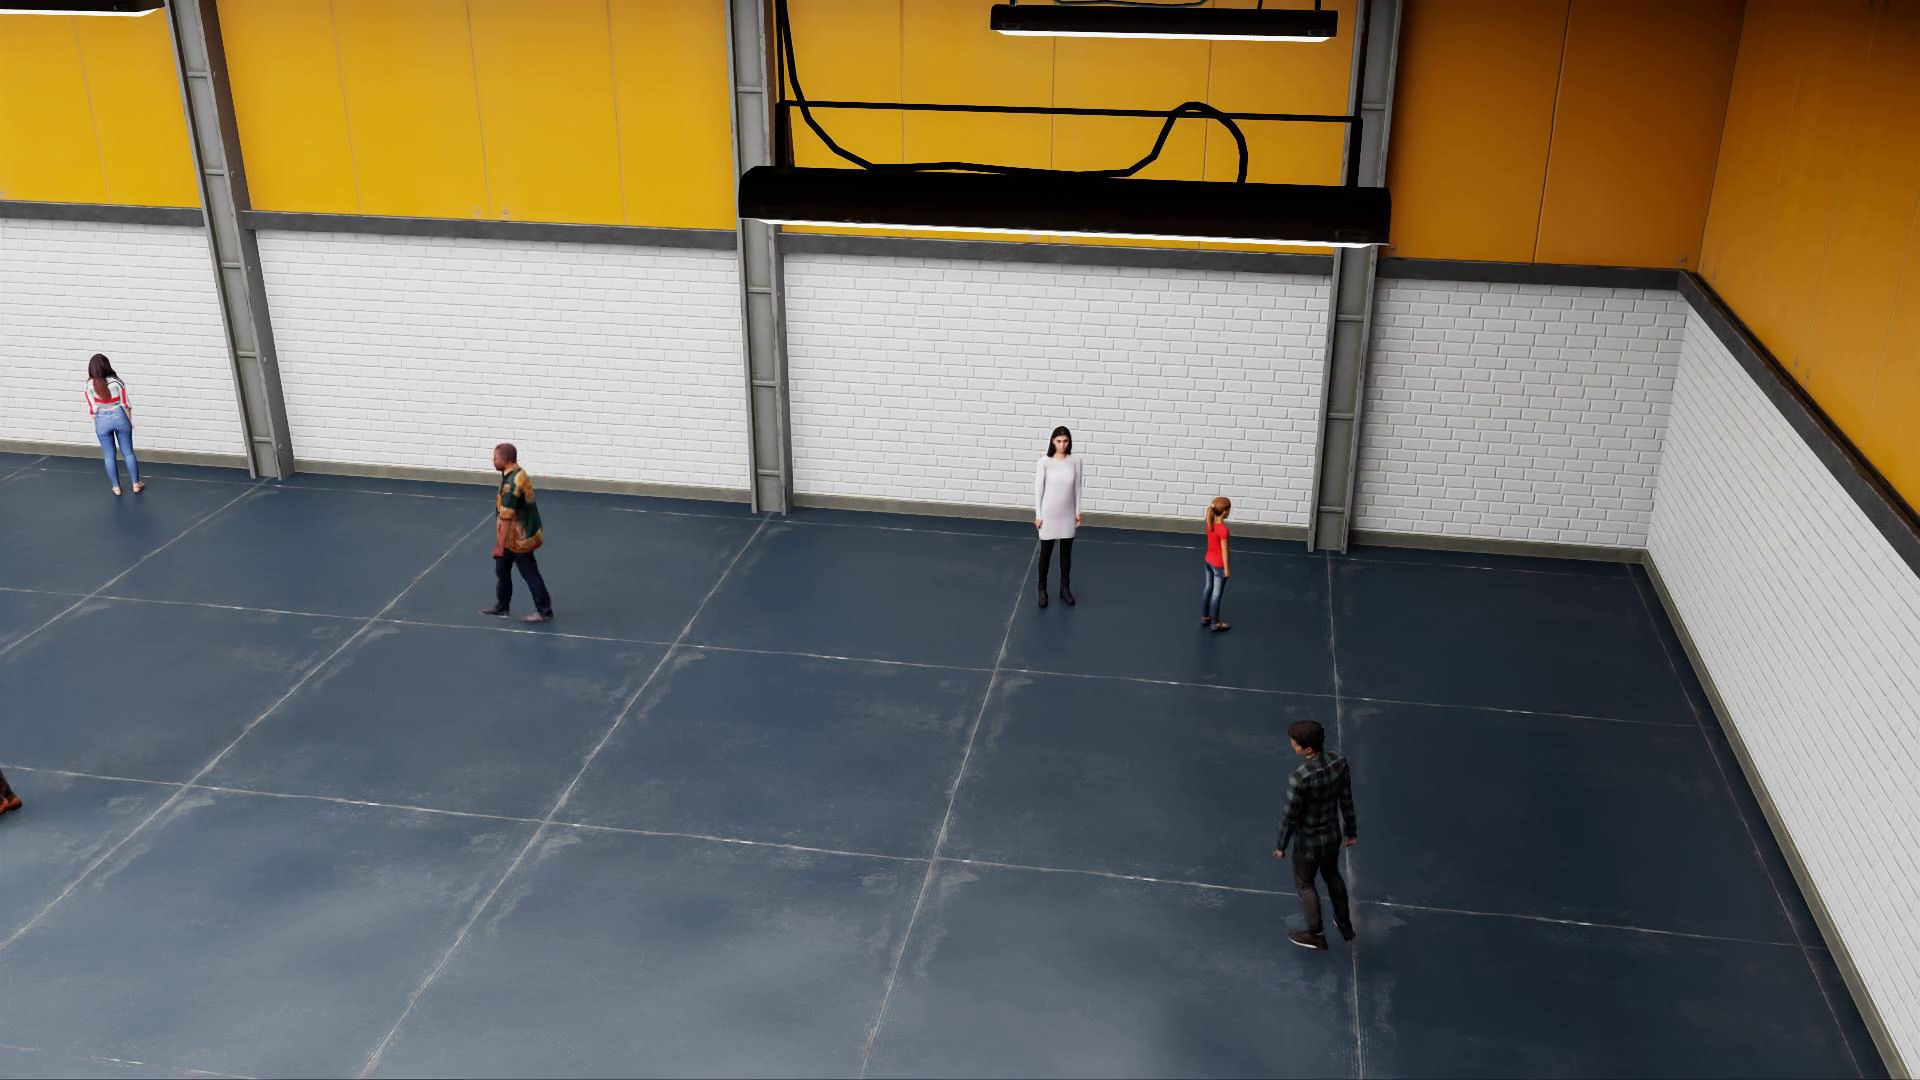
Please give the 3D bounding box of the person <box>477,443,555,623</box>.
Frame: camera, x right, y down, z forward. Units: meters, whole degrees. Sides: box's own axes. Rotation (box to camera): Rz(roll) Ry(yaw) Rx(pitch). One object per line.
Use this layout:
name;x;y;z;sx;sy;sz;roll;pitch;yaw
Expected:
person;-4.008;-0.045;15.439;1.055;1.785;0.910;-6;24;-14

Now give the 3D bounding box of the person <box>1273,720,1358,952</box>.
person;2.375;1.920;10.818;0.879;1.685;0.930;-8;25;-17

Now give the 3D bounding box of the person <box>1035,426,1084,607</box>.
person;0.948;-0.238;15.854;0.569;1.807;0.732;-4;24;-9

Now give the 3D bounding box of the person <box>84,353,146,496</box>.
person;-9.448;-1.302;18.531;0.625;1.612;0.732;-10;25;-21

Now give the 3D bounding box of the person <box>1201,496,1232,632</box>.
person;2.373;0.216;15.440;0.622;1.308;0.572;-9;25;-20
